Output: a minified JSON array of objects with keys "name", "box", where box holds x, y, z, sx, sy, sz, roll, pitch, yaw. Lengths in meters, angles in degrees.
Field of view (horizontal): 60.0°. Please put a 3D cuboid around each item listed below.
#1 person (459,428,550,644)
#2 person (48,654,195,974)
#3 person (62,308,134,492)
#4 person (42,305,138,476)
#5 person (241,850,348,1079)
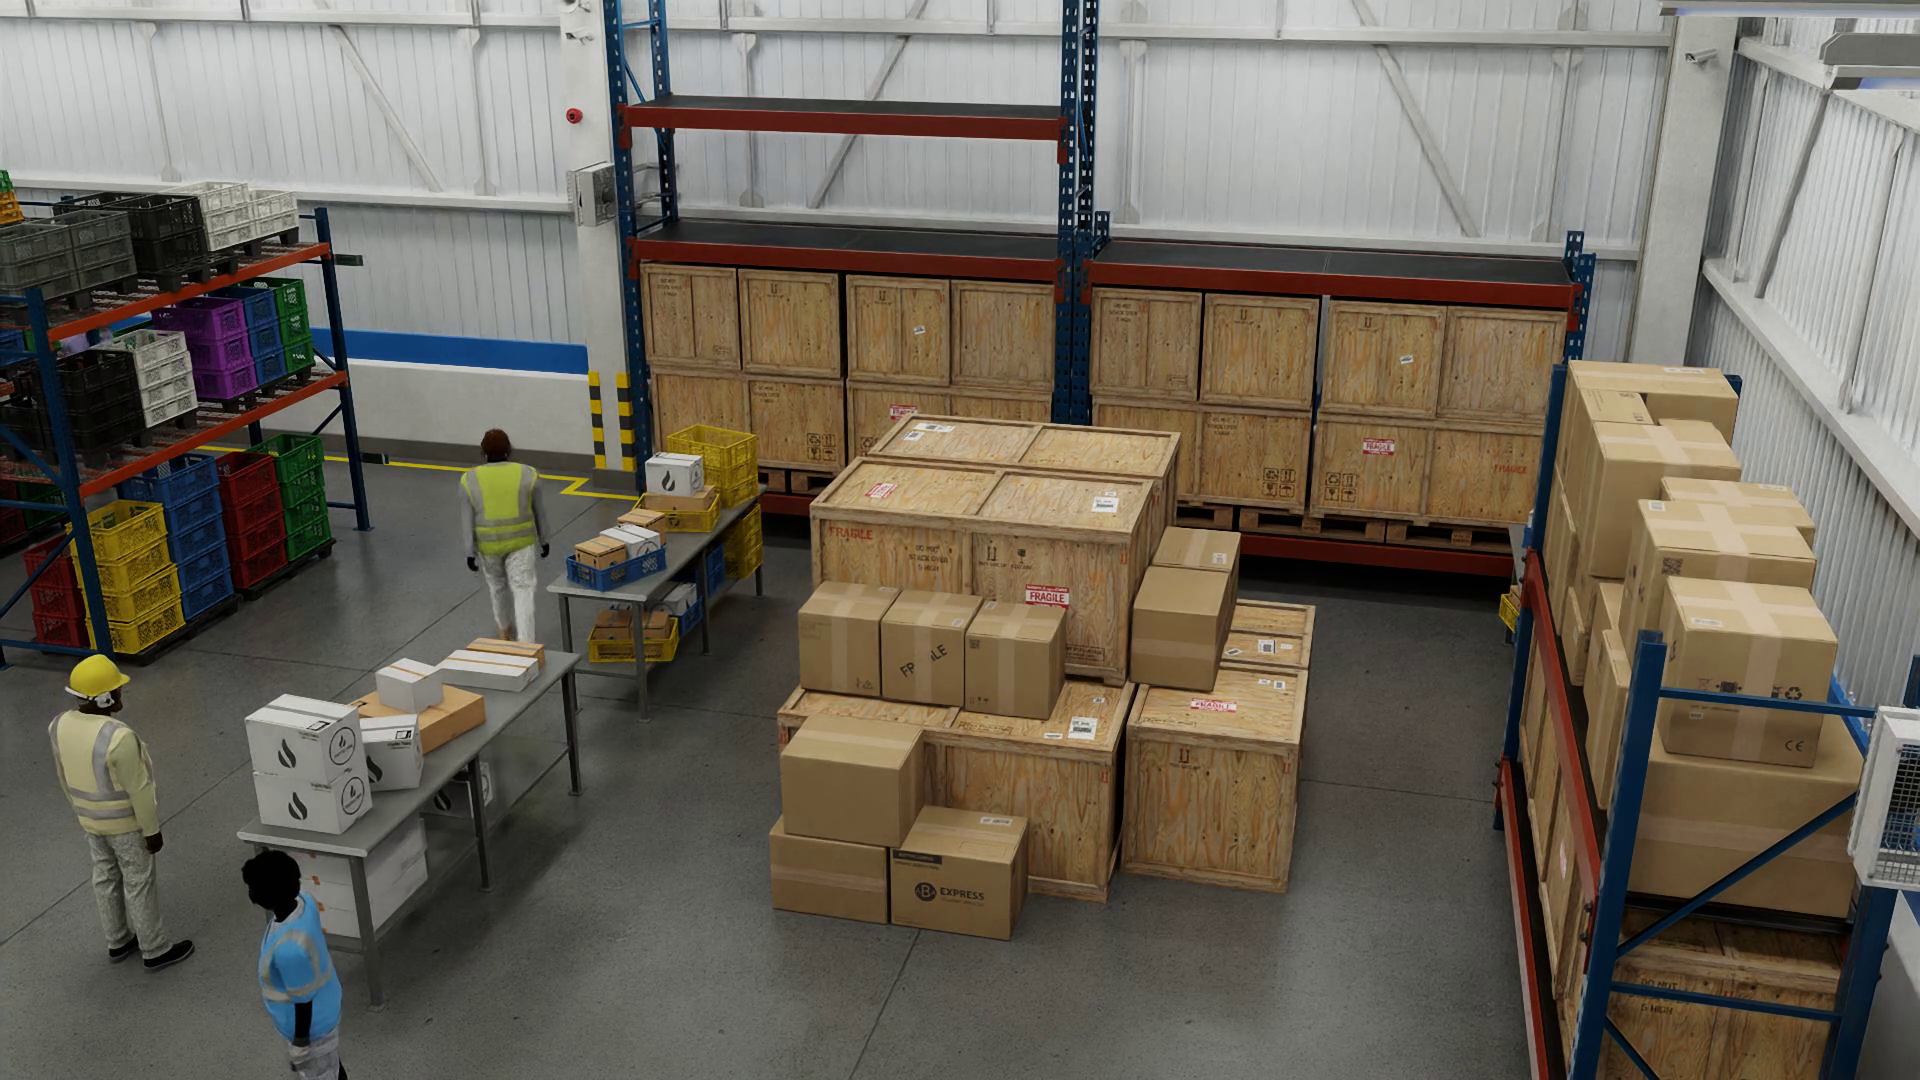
[{"name":"person","box":[-3.484,0.031,12.804,0.641,1.805,0.945,-6,22,-14]},{"name":"person","box":[-4.541,1.473,8.982,0.600,1.830,0.403,9,23,23]},{"name":"person","box":[-8.448,-1.359,16.315,0.801,1.892,0.417,-2,21,-6]},{"name":"person","box":[-9.021,-1.554,16.897,0.949,1.832,0.568,-9,23,-22]},{"name":"person","box":[-2.934,2.132,7.452,0.322,1.691,0.530,-6,22,-16]}]
